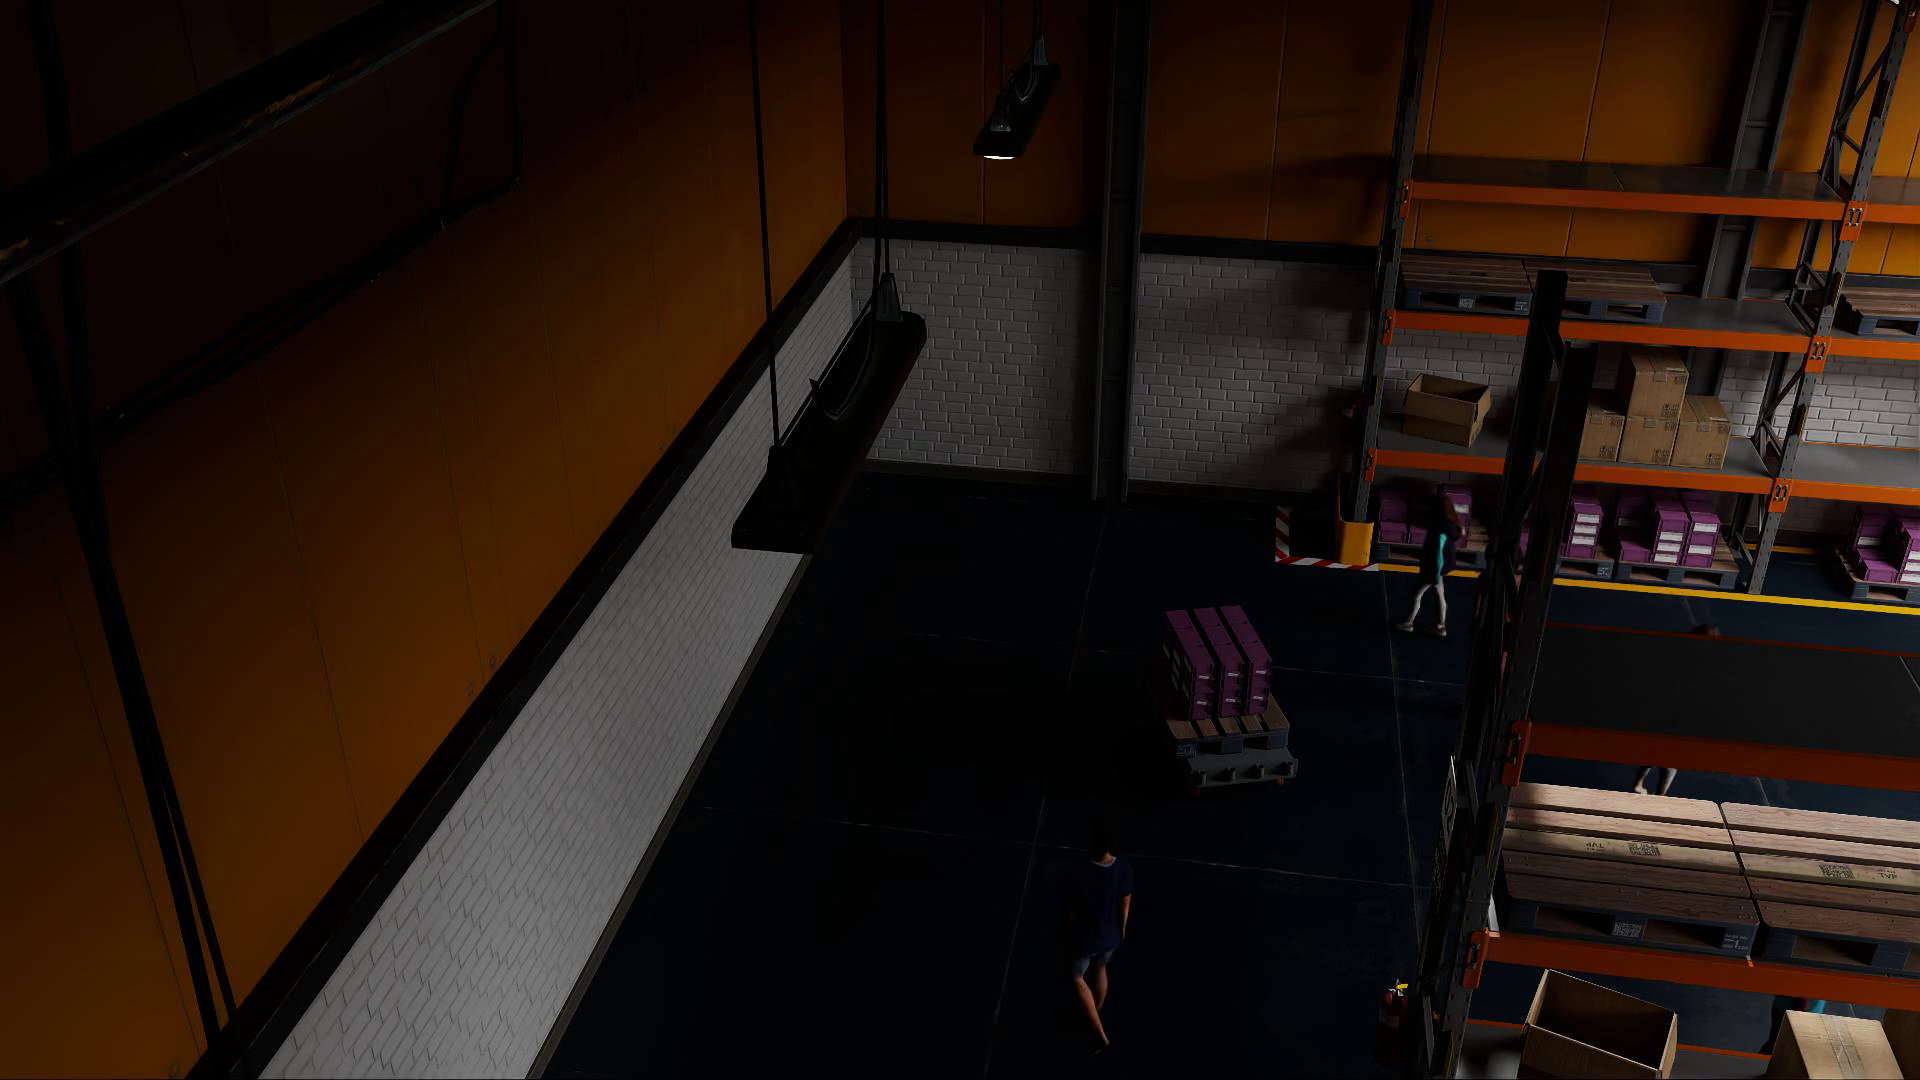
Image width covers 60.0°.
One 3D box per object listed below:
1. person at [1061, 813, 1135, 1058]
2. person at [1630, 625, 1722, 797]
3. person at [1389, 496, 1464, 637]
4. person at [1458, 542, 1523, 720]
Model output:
[{"bbox_3d":[0.925,2.690,11.164,0.975,1.830,0.938,-8,30,-15],"label":"person"},{"bbox_3d":[5.792,1.457,13.511,0.750,1.746,0.706,-14,32,-24],"label":"person"},{"bbox_3d":[4.631,0.273,15.963,0.827,1.477,0.666,11,31,20],"label":"person"},{"bbox_3d":[4.694,0.795,14.682,0.471,1.788,0.621,4,29,8],"label":"person"}]
